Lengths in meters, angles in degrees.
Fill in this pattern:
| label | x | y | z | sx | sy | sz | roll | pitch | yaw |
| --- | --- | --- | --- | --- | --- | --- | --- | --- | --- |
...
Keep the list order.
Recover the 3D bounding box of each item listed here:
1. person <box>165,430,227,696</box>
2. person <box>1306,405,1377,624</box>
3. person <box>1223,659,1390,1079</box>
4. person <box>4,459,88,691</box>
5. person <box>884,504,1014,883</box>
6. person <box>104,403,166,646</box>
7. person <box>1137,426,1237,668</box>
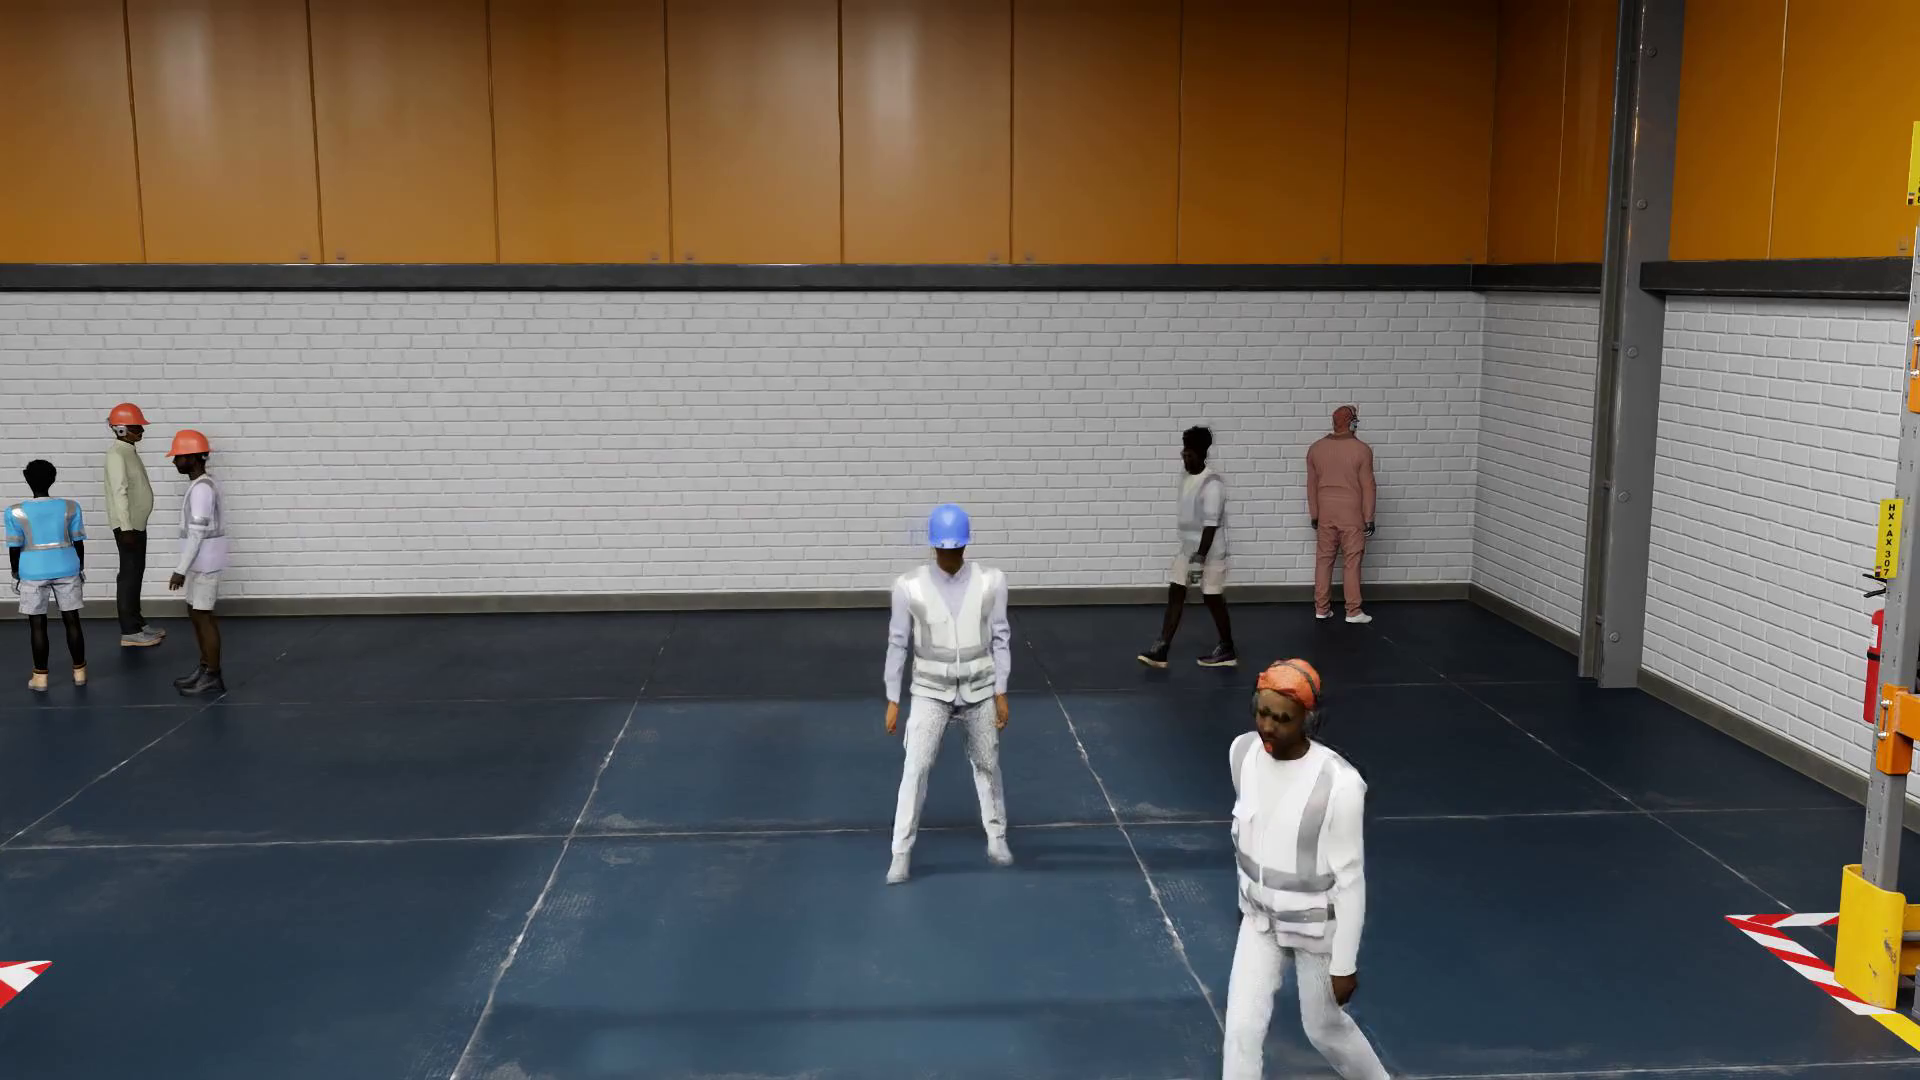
| label | x | y | z | sx | sy | sz | roll | pitch | yaw |
| --- | --- | --- | --- | --- | --- | --- | --- | --- | --- |
| person | -5.517 | 0.167 | 12.021 | 0.410 | 1.933 | 0.558 | -4 | 10 | -25 |
| person | 3.348 | -0.223 | 14.532 | 0.638 | 1.910 | 0.406 | 8 | 12 | 41 |
| person | 1.156 | 1.252 | 5.552 | 0.923 | 1.834 | 0.622 | -8 | 12 | -39 |
| person | -6.680 | 0.255 | 12.192 | 0.535 | 1.697 | 0.318 | -8 | 12 | -41 |
| person | -0.055 | 0.751 | 8.416 | 0.639 | 1.927 | 0.449 | -1 | 9 | -8 |
| person | -6.809 | -0.133 | 13.691 | 0.386 | 1.992 | 0.624 | -3 | 9 | -17 |
| person | 1.754 | 0.072 | 12.688 | 0.923 | 1.902 | 0.686 | -4 | 10 | -22 |
